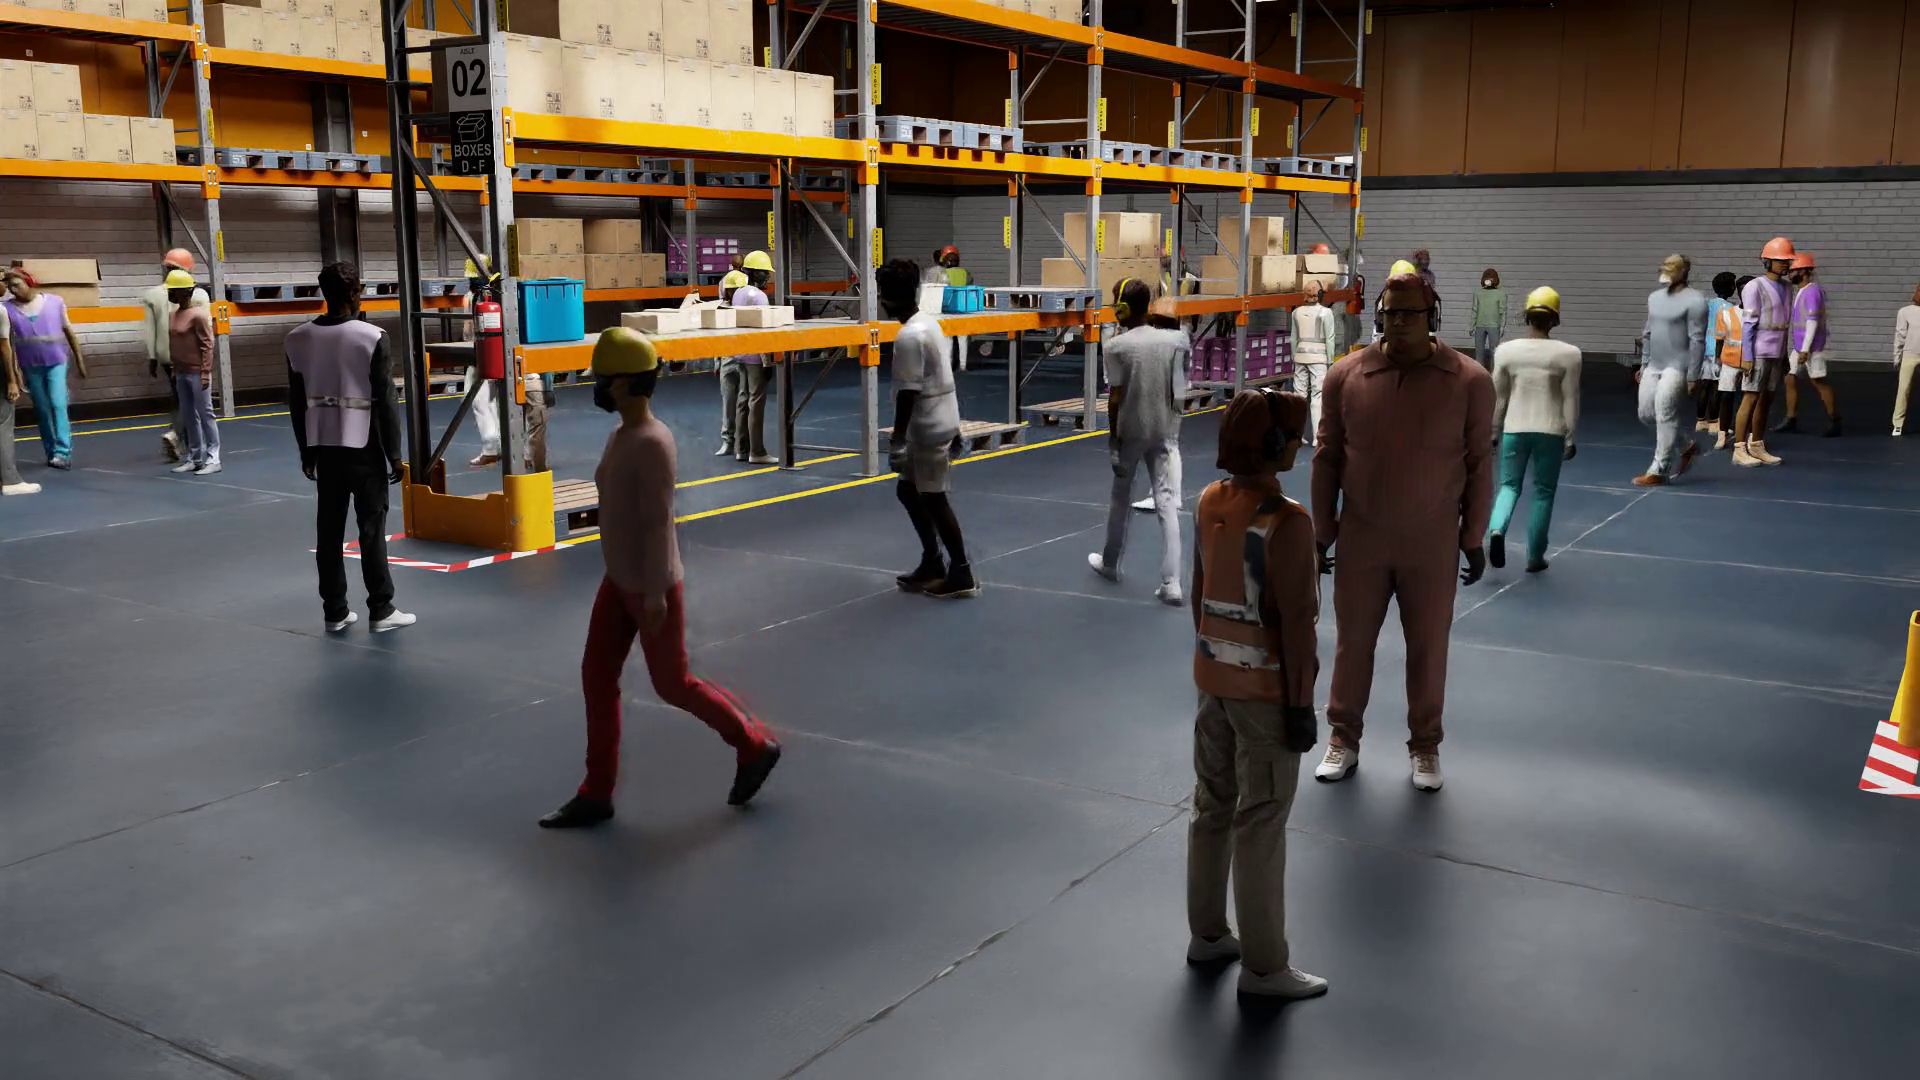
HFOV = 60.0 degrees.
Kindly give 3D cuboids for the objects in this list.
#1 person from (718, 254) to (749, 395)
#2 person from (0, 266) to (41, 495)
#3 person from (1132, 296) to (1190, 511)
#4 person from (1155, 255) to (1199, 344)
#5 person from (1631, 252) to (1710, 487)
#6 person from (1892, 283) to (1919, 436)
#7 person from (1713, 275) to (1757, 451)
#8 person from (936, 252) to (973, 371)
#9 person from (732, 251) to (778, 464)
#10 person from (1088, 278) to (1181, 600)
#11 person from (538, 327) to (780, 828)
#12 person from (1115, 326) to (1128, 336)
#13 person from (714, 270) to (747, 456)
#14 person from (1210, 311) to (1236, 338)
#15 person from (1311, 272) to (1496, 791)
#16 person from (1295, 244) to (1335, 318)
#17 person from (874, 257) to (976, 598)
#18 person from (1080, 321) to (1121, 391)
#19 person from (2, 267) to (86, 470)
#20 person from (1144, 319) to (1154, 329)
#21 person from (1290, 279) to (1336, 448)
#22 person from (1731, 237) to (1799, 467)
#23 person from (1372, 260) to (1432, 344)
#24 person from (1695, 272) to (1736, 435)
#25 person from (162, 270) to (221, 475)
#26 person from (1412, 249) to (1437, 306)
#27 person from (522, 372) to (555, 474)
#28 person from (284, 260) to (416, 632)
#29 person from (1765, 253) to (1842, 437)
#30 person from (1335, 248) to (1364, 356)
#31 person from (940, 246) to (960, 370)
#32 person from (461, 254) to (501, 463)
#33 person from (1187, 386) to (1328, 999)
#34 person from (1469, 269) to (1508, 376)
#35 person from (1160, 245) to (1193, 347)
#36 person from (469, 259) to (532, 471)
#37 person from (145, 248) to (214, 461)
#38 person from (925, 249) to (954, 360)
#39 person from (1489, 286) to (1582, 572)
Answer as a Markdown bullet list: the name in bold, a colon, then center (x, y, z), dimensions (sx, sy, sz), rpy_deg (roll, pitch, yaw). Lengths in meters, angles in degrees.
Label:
- **person**: center (-2.821, -2.780, 21.587), dimensions (0.633, 1.843, 0.429), rpy_deg (7, 13, 35)
- **person**: center (-7.686, -1.279, 13.260), dimensions (0.505, 1.846, 0.347), rpy_deg (6, 12, 32)
- **person**: center (1.538, -1.020, 12.499), dimensions (0.558, 1.600, 0.408), rpy_deg (-9, 13, -40)
- **person**: center (2.998, -3.035, 23.036), dimensions (0.632, 1.838, 0.429), rpy_deg (1, 10, 4)
- **person**: center (5.885, -1.398, 13.695), dimensions (0.646, 1.926, 0.642), rpy_deg (-3, 11, -16)
- **person**: center (9.882, -1.865, 17.122), dimensions (0.493, 1.627, 0.284), rpy_deg (4, 11, 23)
- **person**: center (7.516, -1.689, 15.977), dimensions (0.537, 1.689, 0.322), rpy_deg (6, 12, 31)
- **person**: center (-0.108, -3.510, 25.648), dimensions (0.624, 1.840, 0.429), rpy_deg (-5, 11, -26)
- **person**: center (-1.856, -1.653, 15.112), dimensions (0.375, 1.922, 0.594), rpy_deg (-7, 12, -32)
- **person**: center (1.029, -0.584, 9.528), dimensions (0.526, 1.805, 1.032), rpy_deg (-3, 11, -18)
- **person**: center (-1.049, 0.125, 5.776), dimensions (0.816, 1.734, 0.529), rpy_deg (-6, 12, -29)
- **person**: center (2.885, -4.237, 29.545), dimensions (0.576, 1.884, 0.354), rpy_deg (-4, 11, -22)
- **person**: center (-2.071, -1.639, 15.543), dimensions (0.492, 1.740, 0.325), rpy_deg (2, 10, 10)
- **person**: center (4.634, -4.215, 29.362), dimensions (0.581, 1.909, 0.703), rpy_deg (-1, 10, -8)
- **person**: center (1.612, -0.023, 6.132), dimensions (0.652, 1.906, 0.403), rpy_deg (4, 11, 19)
- **person**: center (5.639, -3.660, 26.128), dimensions (0.704, 1.954, 0.663), rpy_deg (-8, 13, -36)
- **person**: center (-0.174, -0.612, 9.333), dimensions (0.595, 1.920, 0.622), rpy_deg (1, 10, 5)
- **person**: center (1.896, -2.918, 22.372), dimensions (0.591, 1.833, 0.404), rpy_deg (1, 10, 6)
- **person**: center (-8.057, -1.491, 14.603), dimensions (0.645, 1.784, 0.811), rpy_deg (-5, 11, -26)
- **person**: center (2.994, -3.803, 27.000), dimensions (0.373, 1.935, 0.628), rpy_deg (-10, 14, -43)
- **person**: center (3.450, -1.722, 16.277), dimensions (0.311, 1.642, 0.513), rpy_deg (-8, 13, -39)
- **person**: center (7.239, -1.670, 14.877), dimensions (0.614, 2.041, 0.393), rpy_deg (-6, 12, -30)
- **person**: center (4.104, -1.686, 15.551), dimensions (0.593, 1.833, 0.404), rpy_deg (9, 14, 42)
- **person**: center (7.910, -1.942, 17.346), dimensions (0.316, 1.696, 0.540), rpy_deg (-1, 10, -3)
- **person**: center (-6.660, -1.440, 14.369), dimensions (0.527, 1.767, 0.331), rpy_deg (7, 12, 34)
- **person**: center (6.694, -3.297, 24.308), dimensions (0.667, 1.889, 0.420), rpy_deg (-6, 12, -30)
- **person**: center (-3.470, -1.192, 13.348), dimensions (0.522, 1.640, 0.306), rpy_deg (5, 11, 27)
- **person**: center (-3.156, -0.471, 8.576), dimensions (0.588, 1.920, 0.392), rpy_deg (2, 10, 10)
- **person**: center (8.856, -2.014, 17.238), dimensions (0.709, 1.899, 0.562), rpy_deg (2, 10, 10)
- **person**: center (6.009, -3.530, 25.536), dimensions (0.426, 1.926, 0.628), rpy_deg (4, 11, 19)
- **person**: center (-0.151, -3.600, 25.927), dimensions (0.493, 1.934, 0.557), rpy_deg (-7, 12, -33)
- **person**: center (-4.315, -1.641, 15.108), dimensions (0.622, 1.899, 0.433), rpy_deg (9, 14, 42)
- **person**: center (0.788, 0.408, 4.480), dimensions (0.308, 1.641, 0.511), rpy_deg (-5, 11, -24)
- **person**: center (7.256, -2.909, 22.879), dimensions (0.509, 1.631, 0.272), rpy_deg (8, 13, 39)
- **person**: center (3.140, -3.333, 24.367), dimensions (1.002, 1.931, 0.646), rpy_deg (-3, 11, -17)
- **person**: center (-4.050, -1.504, 14.456), dimensions (0.708, 1.858, 0.602), rpy_deg (-7, 12, -33)
- **person**: center (-7.246, -1.721, 15.415), dimensions (0.616, 1.961, 0.929), rpy_deg (0, 10, 1)
- **person**: center (-0.355, -3.960, 28.064), dimensions (0.514, 1.866, 0.332), rpy_deg (4, 11, 23)
- **person**: center (3.439, -0.646, 10.015), dimensions (0.529, 1.749, 0.590), rpy_deg (7, 12, 32)
